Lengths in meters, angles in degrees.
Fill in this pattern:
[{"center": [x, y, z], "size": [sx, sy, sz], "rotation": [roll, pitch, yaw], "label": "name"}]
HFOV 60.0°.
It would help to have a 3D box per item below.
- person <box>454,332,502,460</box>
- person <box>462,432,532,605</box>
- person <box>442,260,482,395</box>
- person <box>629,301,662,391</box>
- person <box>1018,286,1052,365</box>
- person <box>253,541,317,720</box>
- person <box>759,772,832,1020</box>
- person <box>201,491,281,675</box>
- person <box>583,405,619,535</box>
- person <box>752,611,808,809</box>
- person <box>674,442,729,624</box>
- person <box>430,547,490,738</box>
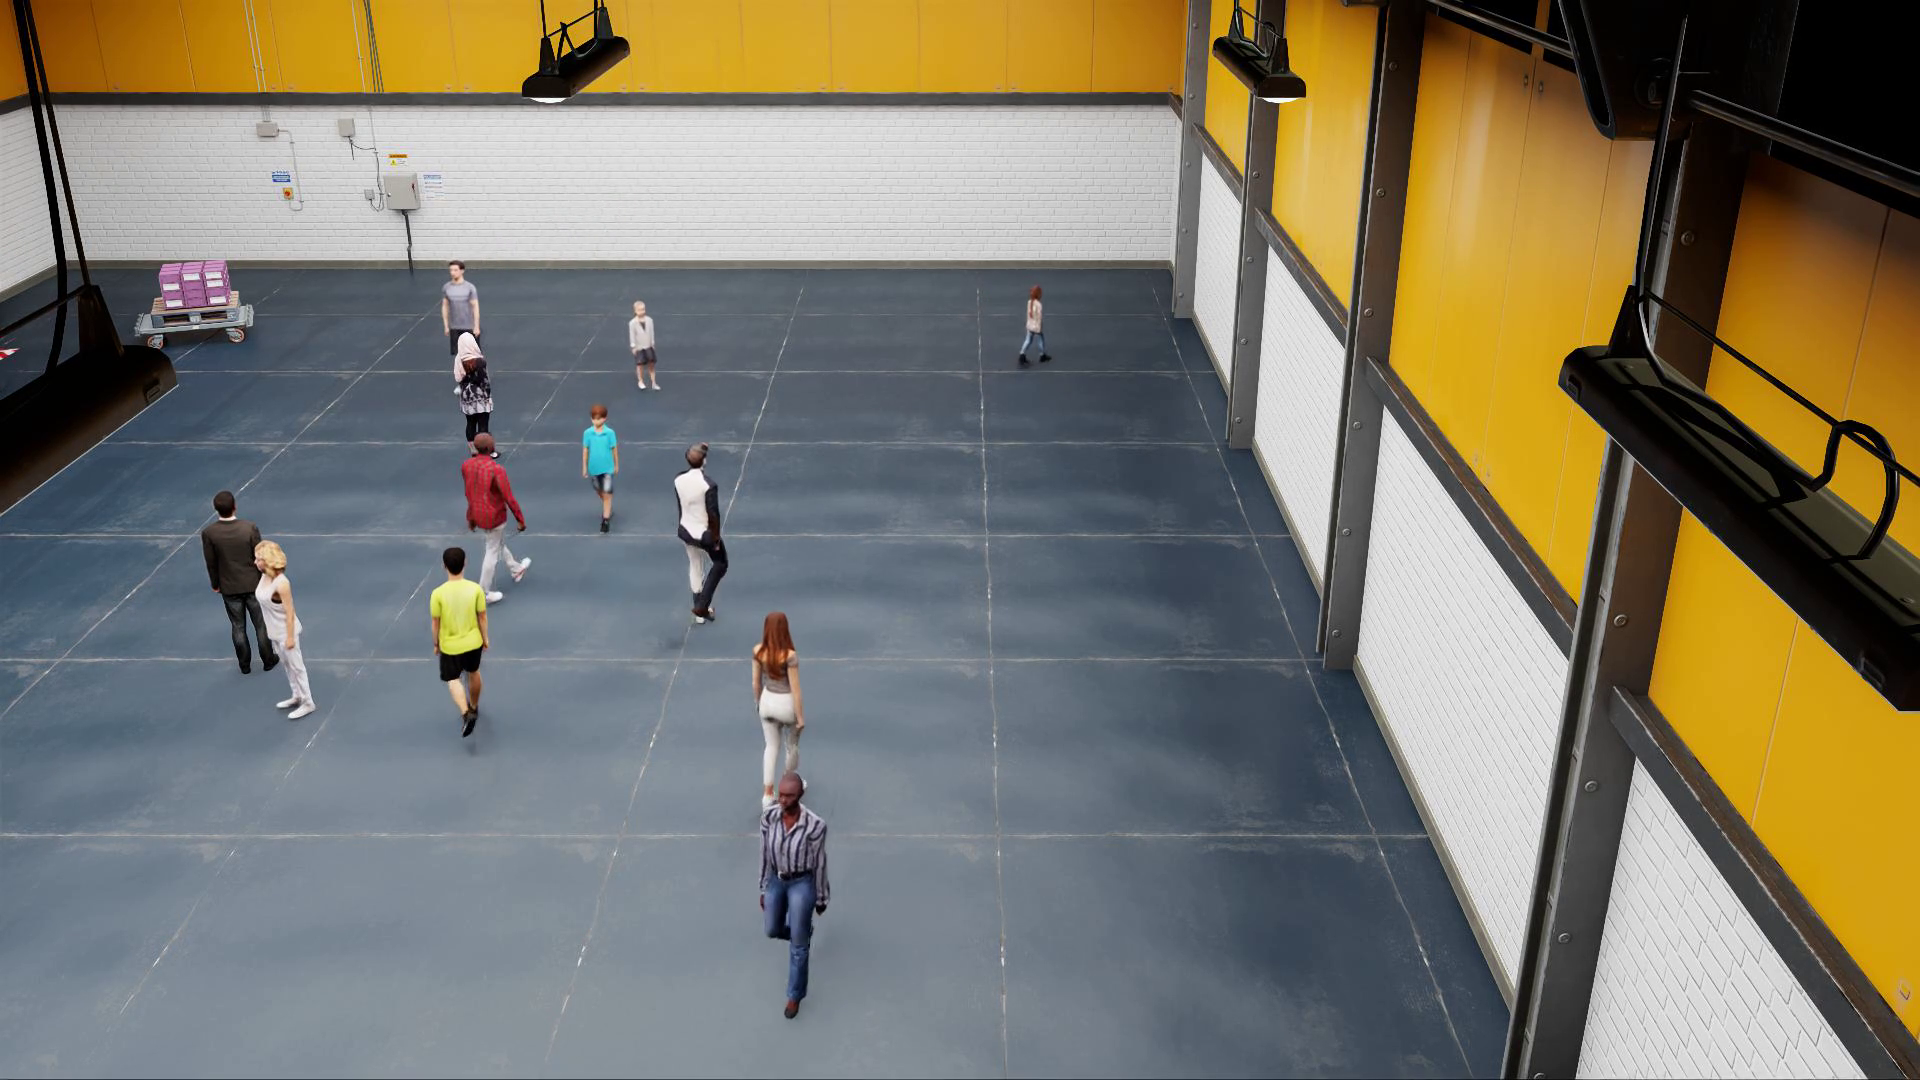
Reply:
[{"center": [-6.027, -1.790, 20.655], "size": [0.733, 1.638, 0.760], "rotation": [11, 26, 23], "label": "person"}, {"center": [-4.809, -0.188, 16.804], "size": [1.061, 1.787, 1.243], "rotation": [13, 27, 27], "label": "person"}, {"center": [-6.871, -2.969, 23.061], "size": [0.674, 1.871, 0.560], "rotation": [2, 24, 5], "label": "person"}, {"center": [-4.457, -2.727, 23.276], "size": [0.704, 1.256, 0.838], "rotation": [-11, 26, -24], "label": "person"}, {"center": [1.044, -3.114, 24.264], "size": [0.839, 1.174, 0.819], "rotation": [-18, 29, -35], "label": "person"}, {"center": [-5.987, 0.778, 14.743], "size": [0.751, 1.669, 0.682], "rotation": [-20, 30, -38], "label": "person"}, {"center": [-1.099, 2.299, 11.127], "size": [0.788, 1.778, 0.968], "rotation": [7, 25, 16], "label": "person"}, {"center": [-6.689, 0.386, 15.469], "size": [0.734, 1.805, 0.655], "rotation": [-7, 25, -16], "label": "person"}, {"center": [-4.039, -0.849, 18.773], "size": [0.545, 1.422, 0.965], "rotation": [1, 24, 2], "label": "person"}, {"center": [-1.476, 1.369, 13.317], "size": [0.760, 1.728, 0.861], "rotation": [10, 25, 21], "label": "person"}, {"center": [-2.603, -0.023, 16.312], "size": [0.833, 1.880, 0.885], "rotation": [11, 26, 24], "label": "person"}, {"center": [-4.326, 0.896, 14.443], "size": [0.897, 1.693, 1.046], "rotation": [-12, 26, -26], "label": "person"}]
